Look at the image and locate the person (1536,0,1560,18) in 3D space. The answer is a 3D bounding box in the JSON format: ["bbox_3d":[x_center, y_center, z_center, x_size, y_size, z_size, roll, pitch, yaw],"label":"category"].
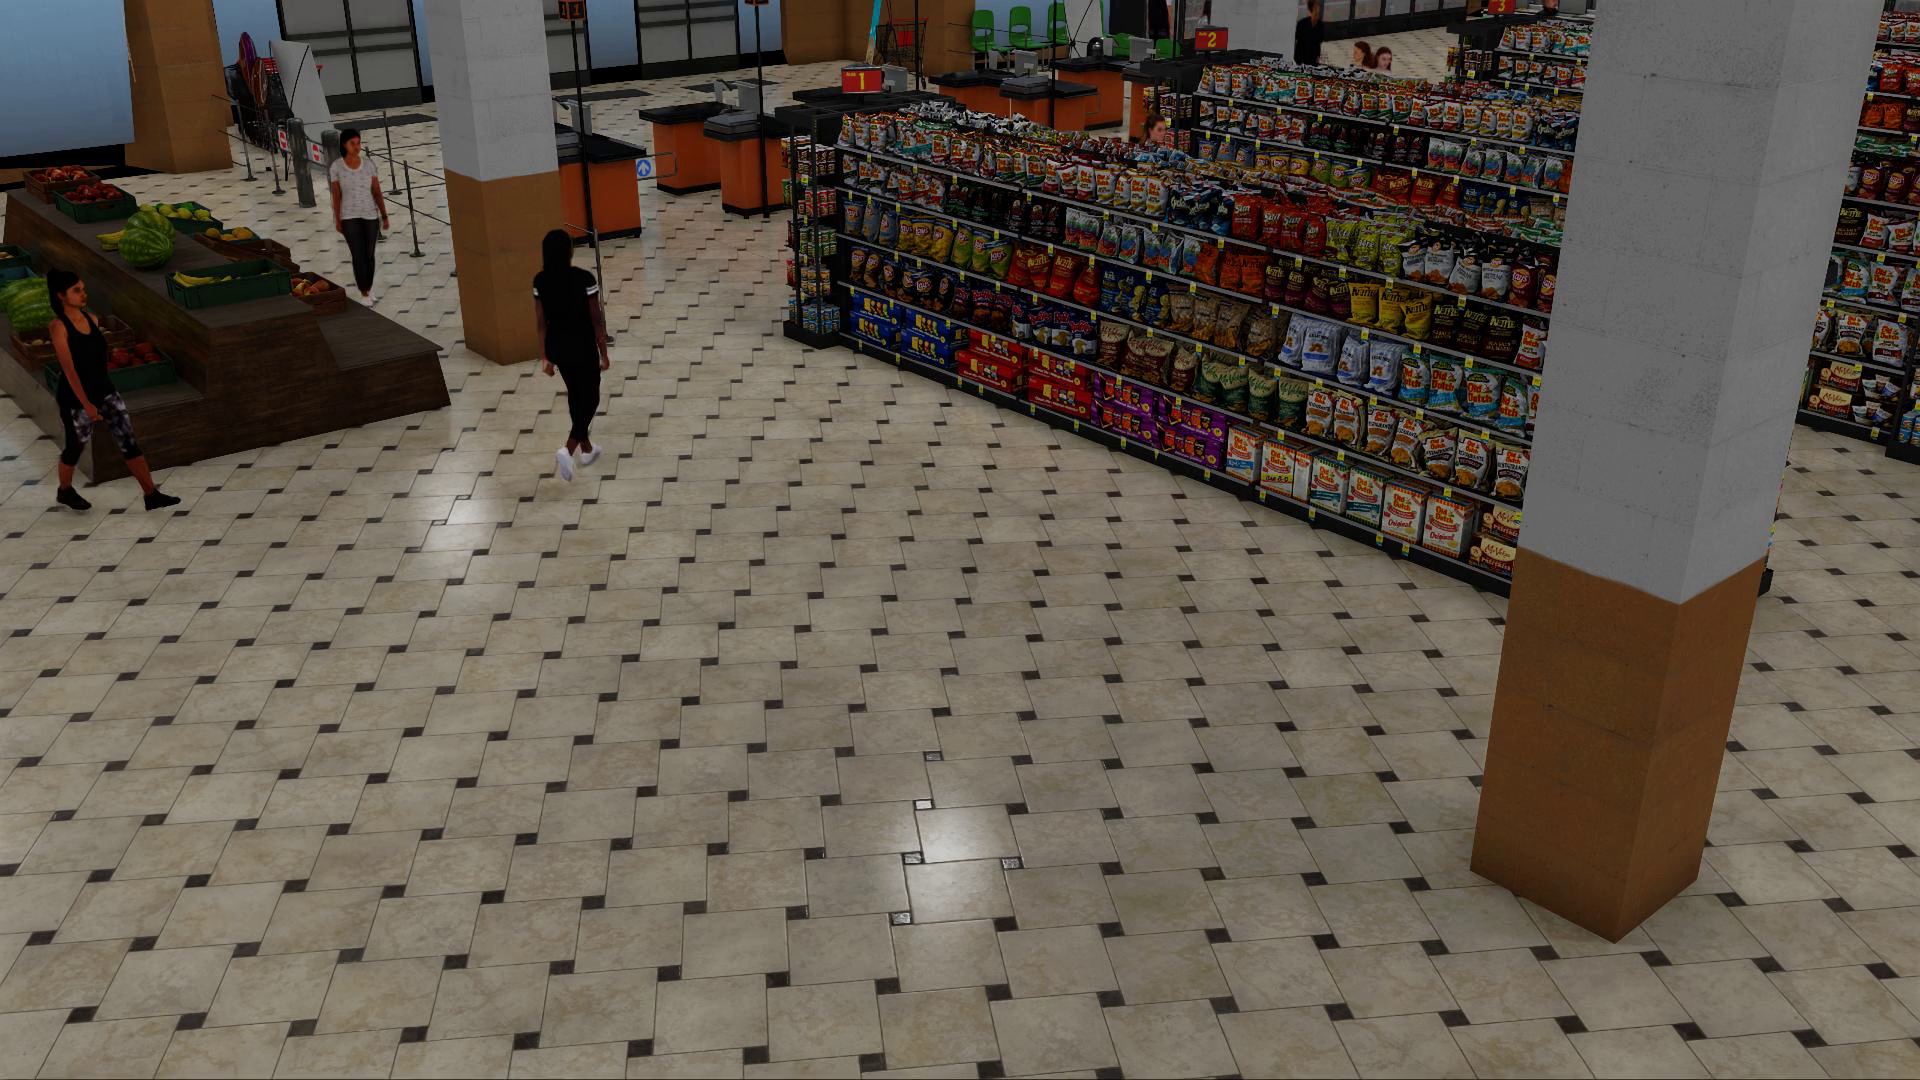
[{"bbox_3d":[8.818,-7.386,25.226,0.825,1.862,0.852,13,27,28],"label":"person"}]

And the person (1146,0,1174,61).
[{"bbox_3d":[3.383,-8.712,28.273,0.550,1.848,0.734,19,30,37],"label":"person"}]

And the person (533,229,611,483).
[{"bbox_3d":[-2.667,-1.241,11.374,1.066,1.707,1.078,4,24,9],"label":"person"}]

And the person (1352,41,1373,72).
[{"bbox_3d":[5.087,-5.575,21.381,0.710,1.626,0.621,-7,25,-16],"label":"person"}]

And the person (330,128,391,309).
[{"bbox_3d":[-5.635,-3.013,15.523,0.597,1.628,0.739,-17,29,-34],"label":"person"}]

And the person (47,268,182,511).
[{"bbox_3d":[-5.706,-0.913,10.738,1.163,1.617,0.990,6,24,14],"label":"person"}]

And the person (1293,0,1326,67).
[{"bbox_3d":[5.369,-7.404,25.539,0.947,1.643,1.166,-5,24,-12],"label":"person"}]

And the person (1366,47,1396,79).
[{"bbox_3d":[4.926,-5.062,20.078,0.897,1.731,1.088,-4,24,-10],"label":"person"}]
